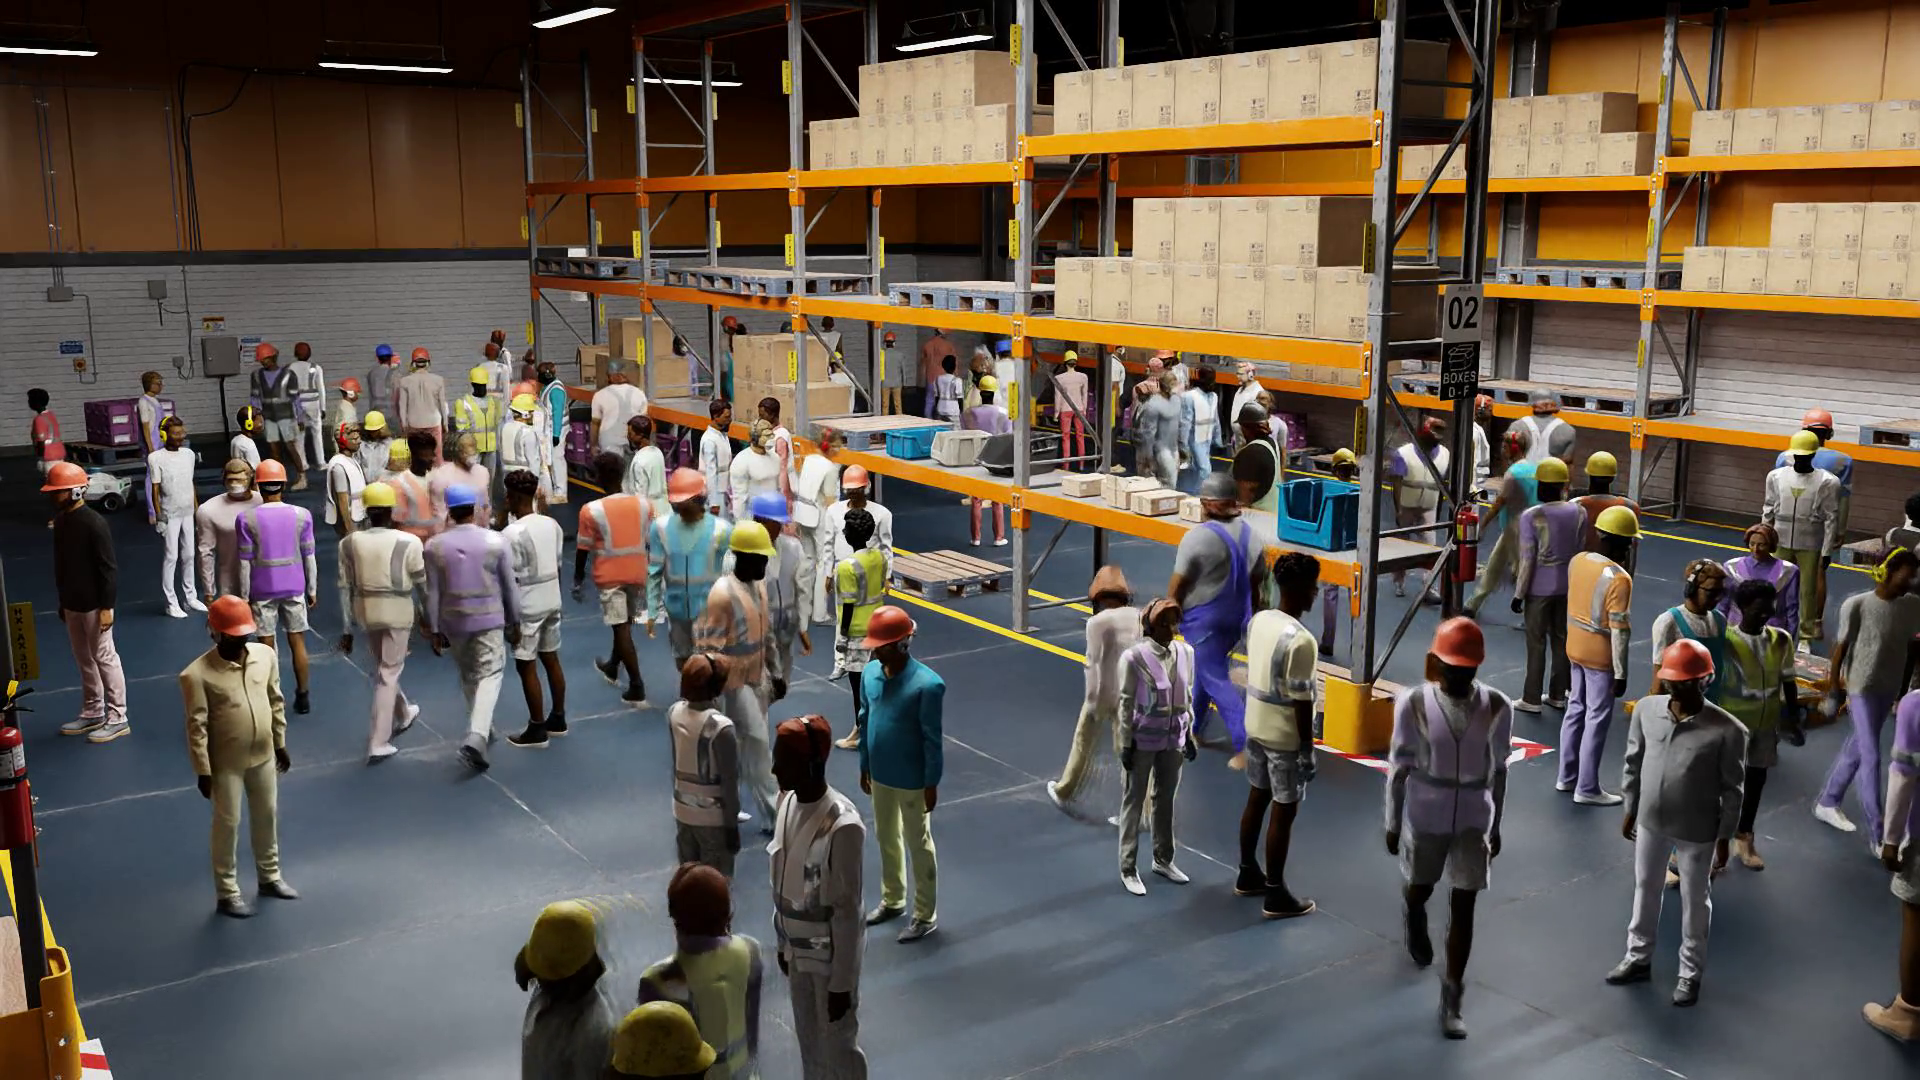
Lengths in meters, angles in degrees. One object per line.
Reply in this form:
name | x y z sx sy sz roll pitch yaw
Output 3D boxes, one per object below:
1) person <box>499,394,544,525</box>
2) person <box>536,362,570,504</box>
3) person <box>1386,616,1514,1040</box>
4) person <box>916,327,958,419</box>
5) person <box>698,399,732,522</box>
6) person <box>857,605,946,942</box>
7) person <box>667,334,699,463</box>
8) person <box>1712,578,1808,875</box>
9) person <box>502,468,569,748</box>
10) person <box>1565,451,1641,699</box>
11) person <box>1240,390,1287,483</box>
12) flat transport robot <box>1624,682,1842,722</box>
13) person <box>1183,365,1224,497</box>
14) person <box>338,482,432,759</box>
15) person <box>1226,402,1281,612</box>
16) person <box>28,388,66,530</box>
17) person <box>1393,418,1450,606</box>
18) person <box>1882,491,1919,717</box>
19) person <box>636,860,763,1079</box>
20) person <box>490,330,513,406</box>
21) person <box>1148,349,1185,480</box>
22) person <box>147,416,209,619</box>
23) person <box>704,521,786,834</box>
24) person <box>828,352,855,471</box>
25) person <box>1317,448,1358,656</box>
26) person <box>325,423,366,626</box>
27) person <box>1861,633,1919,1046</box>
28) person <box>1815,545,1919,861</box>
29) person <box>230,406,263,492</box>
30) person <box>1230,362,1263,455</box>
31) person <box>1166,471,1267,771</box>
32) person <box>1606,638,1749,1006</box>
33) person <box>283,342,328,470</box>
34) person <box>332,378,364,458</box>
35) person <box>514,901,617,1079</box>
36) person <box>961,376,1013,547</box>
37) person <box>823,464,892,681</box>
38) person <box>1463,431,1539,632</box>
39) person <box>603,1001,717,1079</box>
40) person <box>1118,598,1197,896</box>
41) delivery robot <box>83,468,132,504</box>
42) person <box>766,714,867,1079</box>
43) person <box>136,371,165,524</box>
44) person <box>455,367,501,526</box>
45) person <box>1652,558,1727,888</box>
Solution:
person | -4.619 -0.636 17.647 0.601 1.827 0.404 10 15 43
person | -5.275 -1.388 21.515 0.430 1.831 0.634 -5 12 -26
person | 2.269 1.256 7.776 0.555 1.909 0.881 2 11 8
person | -0.409 -2.685 27.805 0.766 1.968 0.517 2 11 10
person | -2.424 -0.455 16.535 0.396 1.908 0.600 0 11 1
person | -0.330 1.184 8.564 0.574 1.739 0.348 10 15 41
person | -4.158 -2.099 24.857 0.629 1.940 0.373 -11 15 -43
person | 4.464 1.047 9.393 0.559 1.688 0.439 -2 11 -12
person | -3.001 0.472 11.665 0.390 1.955 0.610 4 12 19
person | 4.842 0.284 12.684 0.589 1.930 0.360 1 11 4
person | 3.255 -0.705 17.965 0.515 1.842 0.328 5 12 26
flat transport robot | 5.707 1.196 12.275 1.431 0.197 0.652 -4 12 -20
person | 3.005 -1.152 20.087 0.789 1.895 0.606 9 14 39
person | -3.985 0.531 11.579 0.593 1.871 1.014 2 11 8
person | 2.651 -0.264 15.203 0.538 2.000 0.683 6 12 26
person | -10.793 -0.965 19.719 0.328 1.684 0.547 -4 12 -19
person | 4.395 -0.273 15.886 0.593 1.779 0.935 -1 11 -3
person | 7.032 0.469 12.351 0.323 1.690 0.534 -2 11 -12
person | -0.829 1.858 5.441 0.410 1.621 0.540 9 14 39
person | -7.332 -2.408 26.582 0.356 1.882 0.574 -7 13 -31
person | 2.841 -1.762 23.142 0.552 1.933 0.373 6 12 27
person | -7.236 -0.219 15.409 0.328 1.874 0.512 5 12 22
person | -1.202 0.830 9.982 0.908 1.886 0.613 4 12 18
person | -1.756 -1.837 24.011 0.522 1.752 0.375 -7 13 -33
person | 3.224 0.104 14.051 0.524 1.760 0.327 -1 11 -6
person | -5.550 -0.146 15.099 0.386 1.845 0.568 -3 11 -13
person | 4.385 1.261 7.421 0.610 2.034 0.417 -1 11 -8
person | 5.384 0.922 9.724 0.493 1.812 0.954 -3 11 -14
person | -6.959 -0.394 16.363 0.346 1.856 0.523 -9 14 -37
person | 3.559 -1.267 20.722 0.398 1.898 0.641 -3 11 -13
person | 1.770 0.504 11.273 0.683 2.000 1.015 -9 14 -39
person | 3.381 1.316 7.853 0.341 1.752 0.563 -9 14 -40
person | -9.513 -1.942 24.215 0.583 1.882 0.379 0 11 -1
person | -7.489 -1.121 20.388 0.450 1.724 0.581 -6 12 -27
person | -1.254 1.902 4.989 0.715 1.696 0.505 -8 14 -36
person | 0.304 -0.876 18.628 0.593 1.926 0.366 1 11 6
person | -0.821 0.265 13.230 0.561 1.753 0.330 2 11 9
person | 4.840 -0.085 14.907 0.967 1.789 0.561 6 12 27
person | -0.758 2.012 4.319 0.297 1.744 0.487 0 11 0
person | 1.081 1.118 9.155 0.512 1.642 0.311 -7 13 -31
delivery robot | -10.784 -0.663 20.818 0.707 0.478 0.477 -1 11 -5
person | -0.536 1.562 6.295 0.350 1.878 0.568 -7 13 -32
person | -9.704 -1.111 20.053 0.345 1.842 0.504 -2 11 -12
person | -5.683 -1.096 19.759 0.386 1.922 0.593 10 15 43
person | 4.044 1.001 9.240 0.507 1.844 0.346 -6 12 -26
